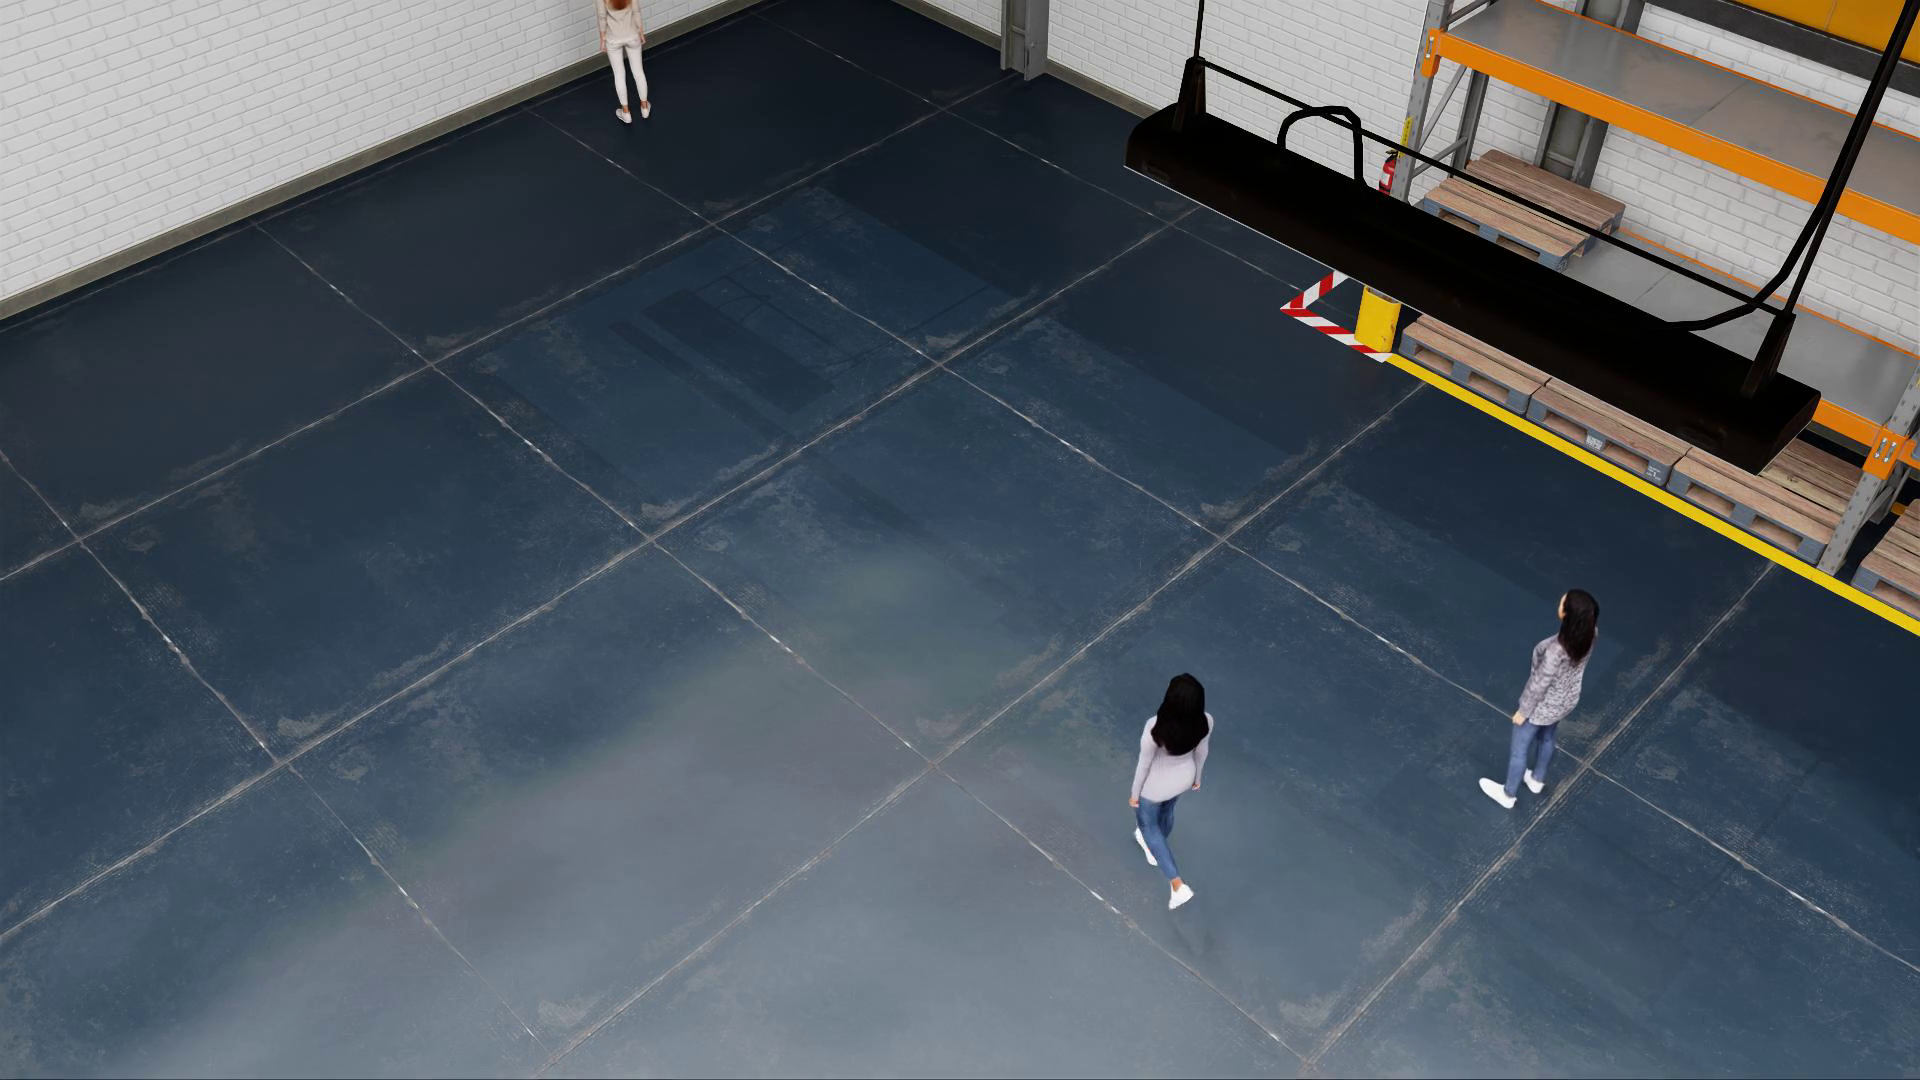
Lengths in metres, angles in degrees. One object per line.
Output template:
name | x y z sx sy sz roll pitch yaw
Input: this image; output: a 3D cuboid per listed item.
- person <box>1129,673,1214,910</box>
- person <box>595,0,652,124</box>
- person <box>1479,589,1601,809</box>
person | 1.224 1.460 9.550 0.836 1.717 1.048 -17 46 -17
person | -3.297 -4.906 16.236 0.678 1.711 0.662 -16 46 -17
person | 3.565 0.968 10.057 0.654 1.730 0.587 -26 49 -24
